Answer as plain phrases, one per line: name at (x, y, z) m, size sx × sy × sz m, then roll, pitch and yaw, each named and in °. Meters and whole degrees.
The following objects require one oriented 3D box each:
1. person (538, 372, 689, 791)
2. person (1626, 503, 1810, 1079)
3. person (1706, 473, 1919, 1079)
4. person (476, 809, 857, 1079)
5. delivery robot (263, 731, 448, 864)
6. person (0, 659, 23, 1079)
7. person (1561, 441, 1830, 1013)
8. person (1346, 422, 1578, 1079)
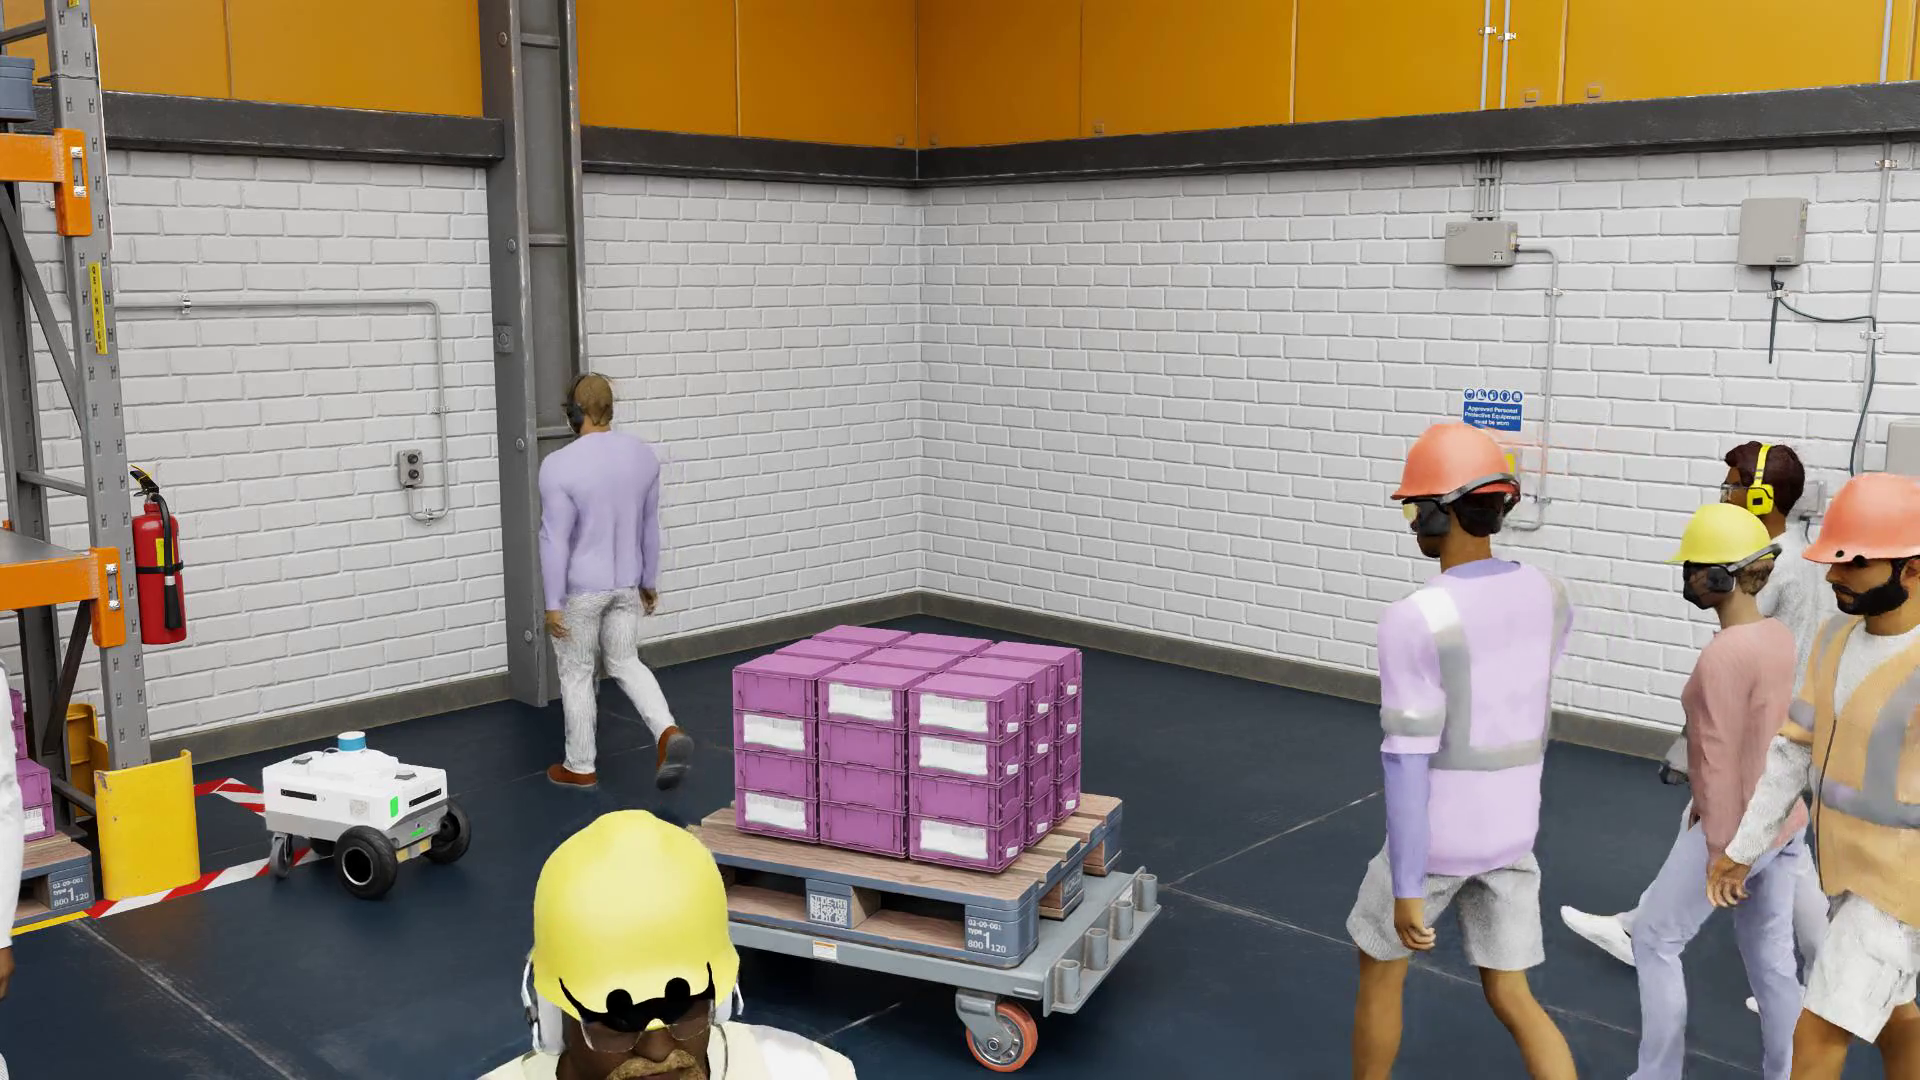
person at (-1.560, 0.213, 7.380) m, size 0.740 × 1.917 × 0.644 m, roll 8°, pitch 12°, yaw 39°
person at (2.017, 0.770, 4.506) m, size 0.678 × 1.739 × 0.541 m, roll 9°, pitch 13°, yaw 43°
person at (2.000, 0.791, 3.880) m, size 0.935 × 1.893 × 0.551 m, roll 0°, pitch 9°, yaw 2°
person at (-0.378, 1.154, 1.990) m, size 0.600 × 1.803 × 0.854 m, roll -4°, pitch 10°, yaw -24°
delivery robot at (-2.363, 0.991, 6.491) m, size 0.707 × 0.478 × 0.477 m, roll 4°, pitch 10°, yaw 23°
person at (-2.341, 0.839, 3.641) m, size 0.573 × 1.887 × 0.356 m, roll 0°, pitch 9°, yaw 3°
person at (2.425, 0.603, 5.294) m, size 0.946 × 1.828 × 0.516 m, roll 5°, pitch 11°, yaw 30°
person at (1.266, 0.719, 4.057) m, size 0.609 × 2.007 × 0.941 m, roll -5°, pitch 10°, yaw -26°
